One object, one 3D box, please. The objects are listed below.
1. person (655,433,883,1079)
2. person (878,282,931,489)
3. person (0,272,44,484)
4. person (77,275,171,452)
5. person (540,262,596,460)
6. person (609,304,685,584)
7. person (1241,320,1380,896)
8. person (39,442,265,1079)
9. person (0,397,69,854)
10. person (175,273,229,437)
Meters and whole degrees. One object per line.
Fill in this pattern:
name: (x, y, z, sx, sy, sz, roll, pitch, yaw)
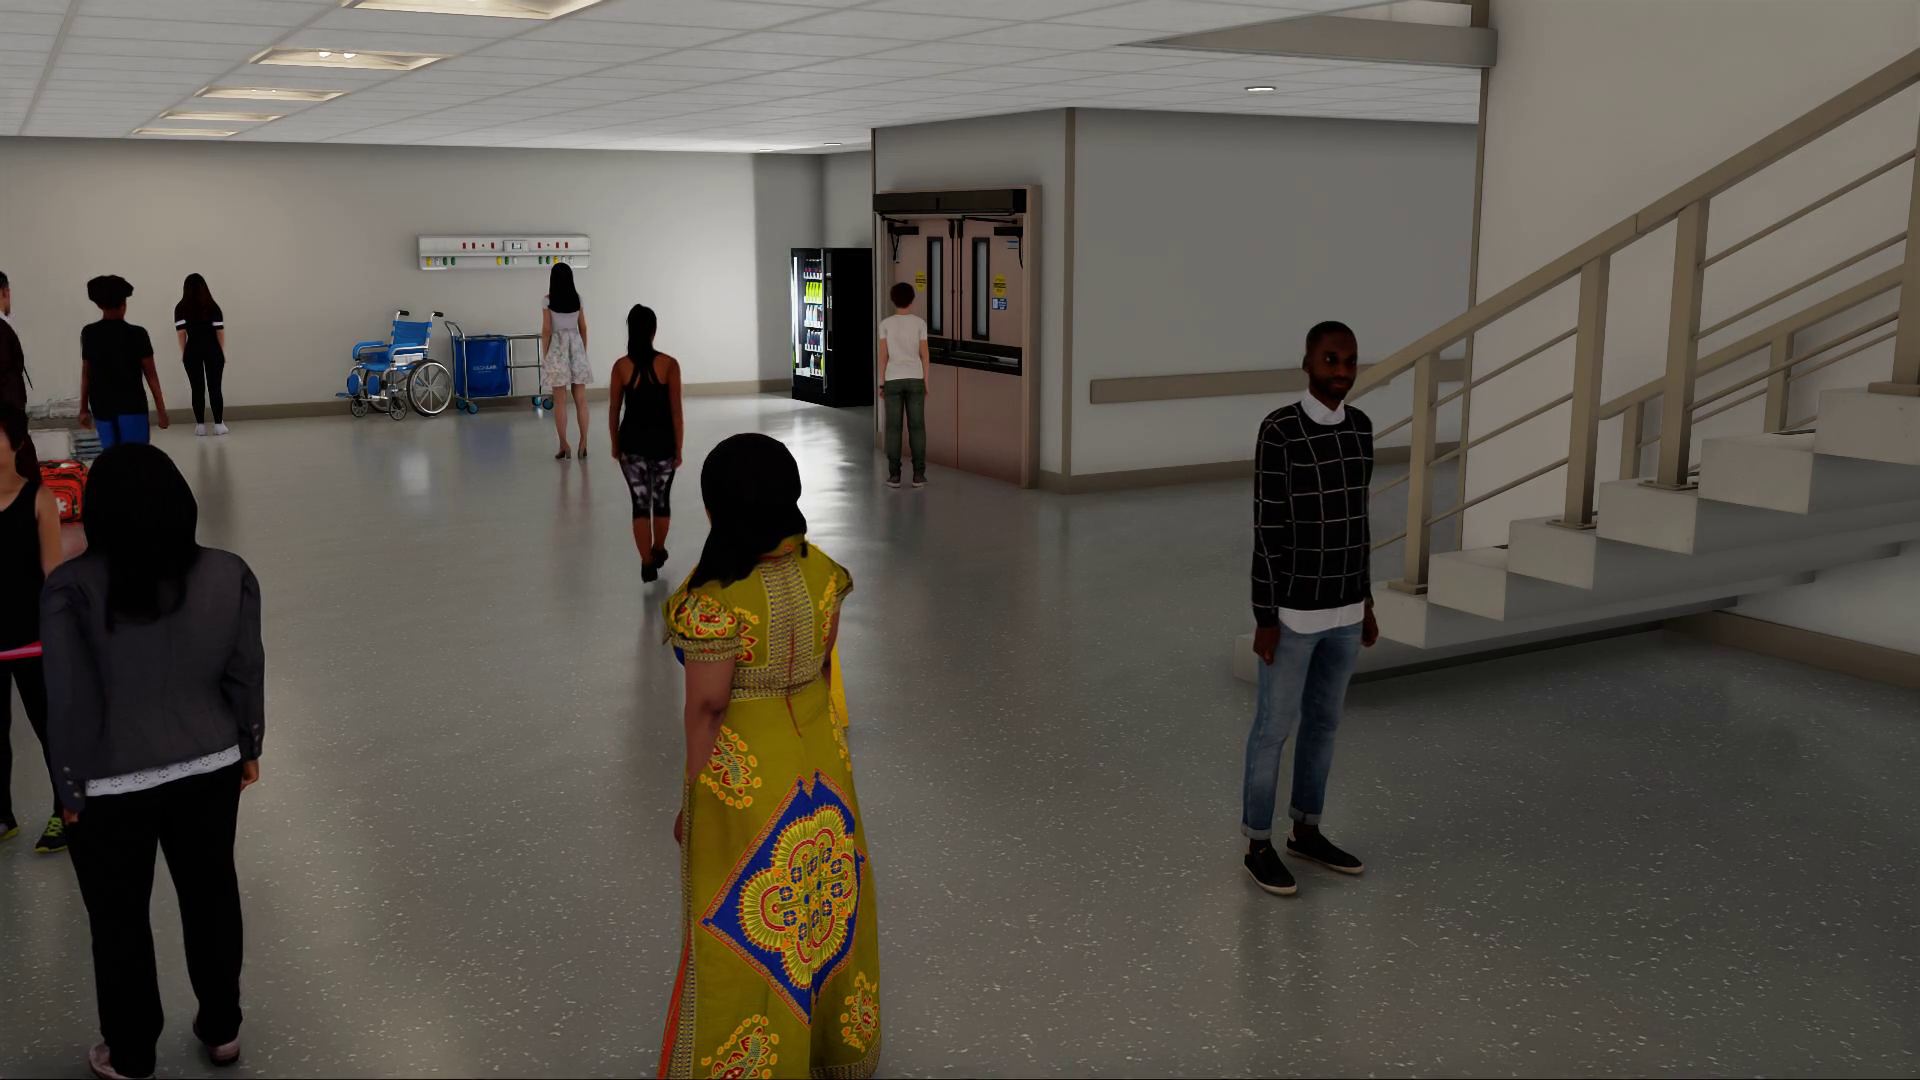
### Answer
person: (-0.456, 0.569, 3.849, 0.958, 1.661, 0.977, 8, 13, 35)
person: (-0.453, -1.260, 13.502, 0.658, 1.655, 0.670, -1, 11, -3)
person: (-5.921, -0.709, 10.098, 0.859, 1.841, 0.908, 10, 14, 41)
person: (-5.674, -0.874, 11.148, 0.872, 1.774, 0.896, 1, 11, 3)
person: (-3.583, -1.629, 15.127, 0.633, 1.774, 0.615, -6, 12, -28)
person: (-1.835, -0.525, 9.729, 0.896, 1.617, 1.169, -1, 11, -6)
person: (1.124, 0.197, 5.380, 0.656, 1.820, 0.548, -7, 13, -31)
person: (-1.983, 0.554, 4.093, 0.750, 1.599, 0.746, 10, 15, 42)
person: (-3.212, 0.287, 5.628, 0.618, 1.551, 0.642, 0, 11, -2)
person: (-7.664, -1.884, 16.830, 0.643, 1.640, 0.633, -4, 11, -19)
